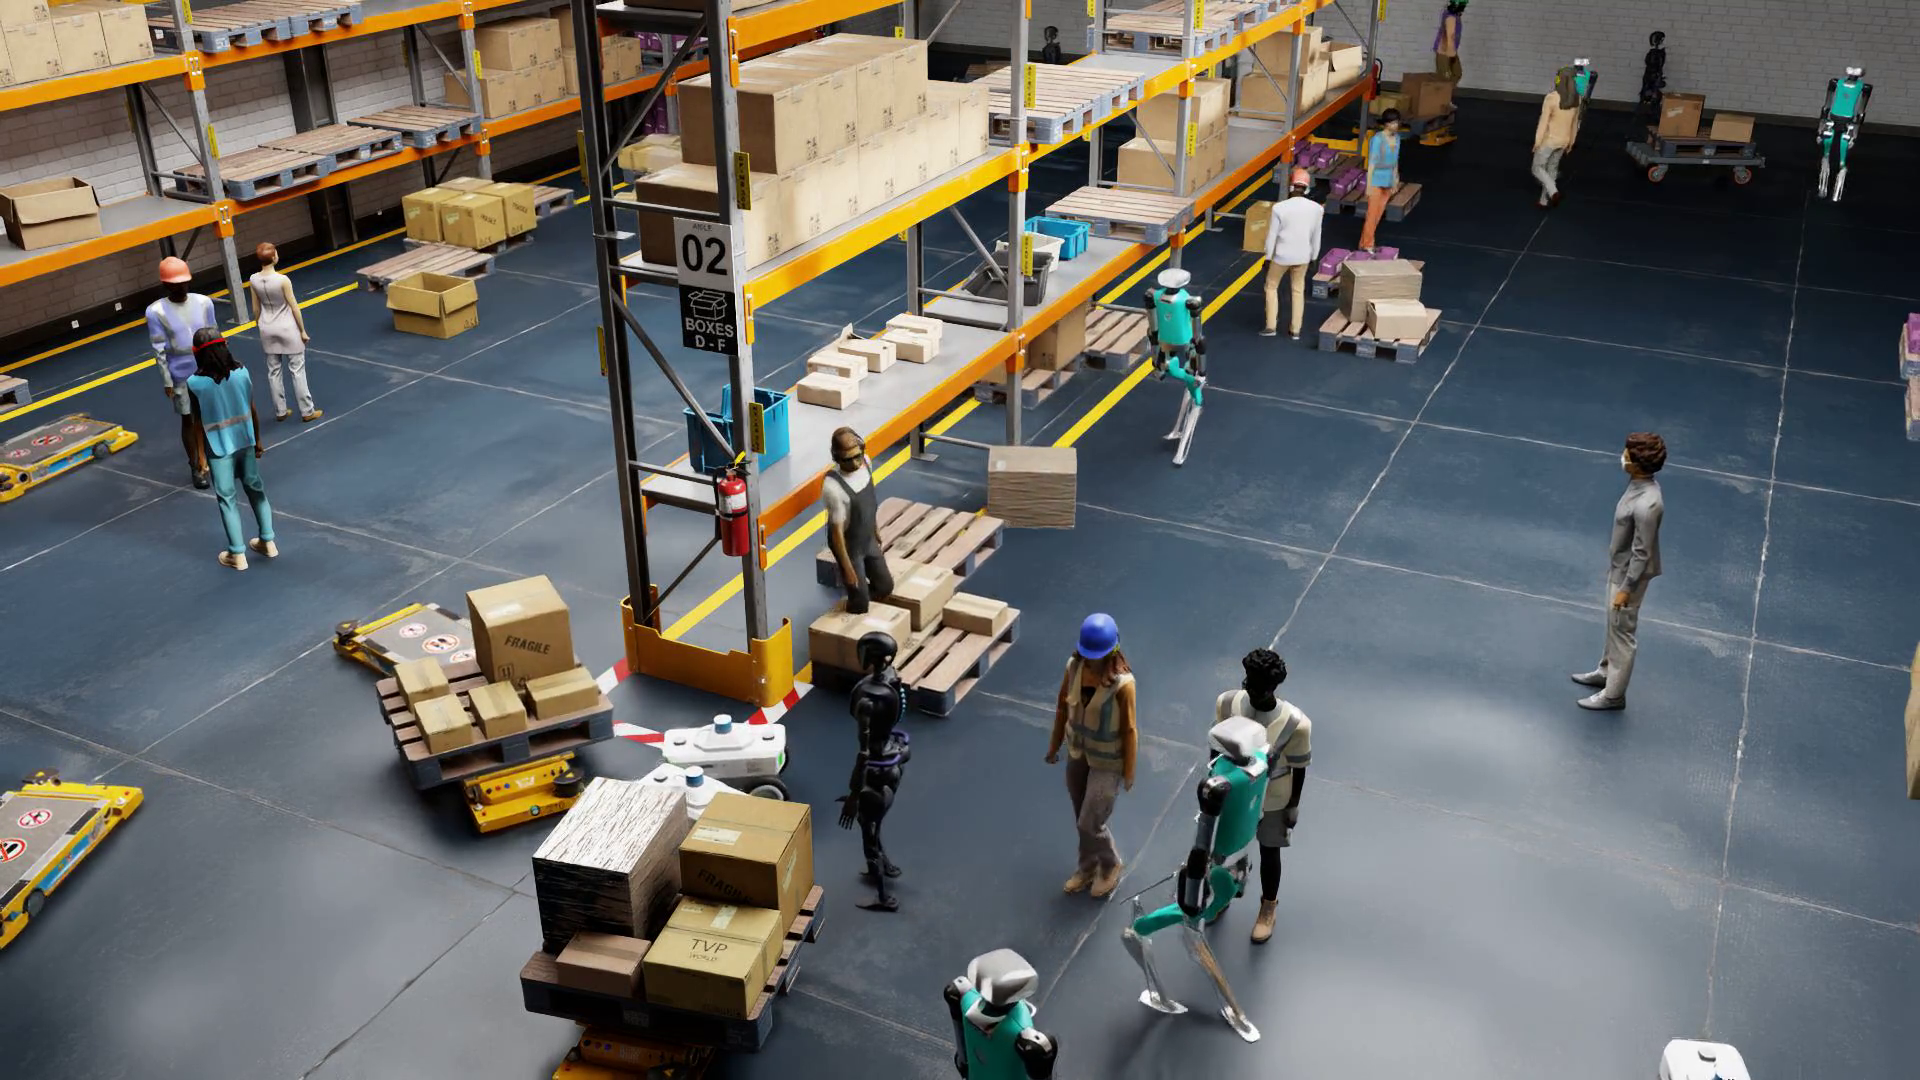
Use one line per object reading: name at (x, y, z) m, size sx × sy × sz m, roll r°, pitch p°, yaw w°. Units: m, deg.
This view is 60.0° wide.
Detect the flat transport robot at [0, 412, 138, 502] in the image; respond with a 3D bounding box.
flat transport robot at (-7.850, -0.721, 14.233) m, size 0.659 × 0.231 × 1.431 m, roll 10°, pitch 28°, yaw 19°

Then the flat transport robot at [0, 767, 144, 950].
flat transport robot at (-5.235, 1.761, 9.221) m, size 0.659 × 0.231 × 1.431 m, roll 3°, pitch 26°, yaw 6°

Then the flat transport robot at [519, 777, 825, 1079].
flat transport robot at (-1.409, 2.228, 8.277) m, size 0.659 × 0.231 × 1.431 m, roll 7°, pitch 27°, yaw 13°

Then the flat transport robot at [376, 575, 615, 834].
flat transport robot at (-2.802, 1.273, 10.207) m, size 0.659 × 0.231 × 1.431 m, roll -13°, pitch 29°, yaw -25°

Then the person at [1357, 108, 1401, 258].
person at (4.964, -4.213, 19.619) m, size 0.541 × 1.754 × 0.395 m, roll -16°, pitch 30°, yaw -29°

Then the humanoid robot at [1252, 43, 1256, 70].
humanoid robot at (4.683, -6.677, 24.735) m, size 0.726 × 1.896 × 0.543 m, roll -17°, pitch 31°, yaw -30°

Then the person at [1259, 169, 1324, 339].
person at (3.391, -2.923, 17.028) m, size 0.579 × 1.732 × 0.393 m, roll -4°, pitch 27°, yaw -8°

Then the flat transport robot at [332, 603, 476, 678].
flat transport robot at (-3.546, 0.772, 11.219) m, size 1.431 × 0.231 × 0.659 m, roll 20°, pitch 32°, yaw 34°

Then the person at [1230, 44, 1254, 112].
person at (4.339, -6.937, 24.984) m, size 0.655 × 1.873 × 0.787 m, roll 13°, pitch 29°, yaw 25°

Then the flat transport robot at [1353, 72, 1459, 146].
flat transport robot at (6.804, -6.255, 25.413) m, size 1.431 × 0.231 × 0.659 m, roll 21°, pitch 33°, yaw 36°

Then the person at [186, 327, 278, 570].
person at (-5.426, -0.678, 12.361) m, size 0.395 × 1.862 × 0.504 m, roll 18°, pitch 31°, yaw 32°

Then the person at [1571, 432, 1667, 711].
person at (4.233, 0.207, 10.525) m, size 0.397 × 1.899 × 0.530 m, roll 7°, pitch 27°, yaw 14°

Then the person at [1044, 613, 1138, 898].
person at (0.688, 1.151, 8.767) m, size 0.390 × 1.762 × 0.484 m, roll -23°, pitch 34°, yaw -38°

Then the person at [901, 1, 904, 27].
person at (-0.877, -9.487, 30.183) m, size 0.369 × 1.833 × 0.505 m, roll 4°, pitch 27°, yaw 9°

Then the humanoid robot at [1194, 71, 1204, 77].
humanoid robot at (3.227, -5.769, 22.884) m, size 0.776 × 1.620 × 0.606 m, roll -22°, pitch 34°, yaw -37°

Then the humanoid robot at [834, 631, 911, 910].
humanoid robot at (-0.447, 1.223, 8.715) m, size 0.335 × 1.656 × 0.590 m, roll 6°, pitch 27°, yaw 12°

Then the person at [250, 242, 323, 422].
person at (-6.105, -1.863, 14.969) m, size 0.458 × 1.660 × 0.275 m, roll 3°, pitch 26°, yaw 6°

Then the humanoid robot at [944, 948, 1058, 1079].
humanoid robot at (0.363, 2.316, 6.570) m, size 0.789 × 1.889 × 0.554 m, roll -21°, pitch 33°, yaw -36°

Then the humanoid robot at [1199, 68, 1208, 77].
humanoid robot at (3.538, -6.779, 24.812) m, size 0.642 × 1.790 × 0.530 m, roll 0°, pitch 26°, yaw 0°

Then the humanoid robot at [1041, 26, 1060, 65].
humanoid robot at (1.388, -6.945, 25.228) m, size 0.352 × 1.655 × 0.588 m, roll -5°, pitch 27°, yaw -9°

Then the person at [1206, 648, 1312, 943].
person at (1.506, 1.302, 8.538) m, size 0.539 × 1.695 × 0.317 m, roll 15°, pitch 30°, yaw 28°

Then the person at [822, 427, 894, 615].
person at (-0.689, 0.062, 10.909) m, size 0.454 × 1.820 × 0.578 m, roll 11°, pitch 29°, yaw 22°

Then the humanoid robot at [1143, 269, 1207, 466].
humanoid robot at (1.940, -1.530, 14.220) m, size 0.545 × 1.742 × 0.879 m, roll 17°, pitch 31°, yaw 31°

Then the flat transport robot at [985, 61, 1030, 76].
flat transport robot at (0.712, -6.579, 26.067) m, size 1.431 × 0.231 × 0.659 m, roll 0°, pitch 26°, yaw -1°

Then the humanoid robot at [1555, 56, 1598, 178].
humanoid robot at (8.319, -5.848, 22.931) m, size 0.565 × 1.716 × 0.969 m, roll 2°, pitch 26°, yaw 4°

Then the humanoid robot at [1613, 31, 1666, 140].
humanoid robot at (10.323, -6.772, 24.912) m, size 0.750 × 1.627 × 0.608 m, roll 0°, pitch 26°, yaw 1°

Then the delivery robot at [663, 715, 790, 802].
delivery robot at (-1.372, 1.299, 9.819) m, size 0.737 × 0.583 × 0.521 m, roll -3°, pitch 26°, yaw -5°

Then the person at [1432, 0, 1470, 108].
person at (7.938, -7.875, 26.836) m, size 0.590 × 1.910 × 0.530 m, roll 14°, pitch 30°, yaw 26°

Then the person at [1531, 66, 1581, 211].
person at (7.649, -5.111, 21.304) m, size 0.562 × 1.861 × 0.574 m, roll -9°, pitch 28°, yaw -18°

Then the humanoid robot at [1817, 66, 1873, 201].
humanoid robot at (11.652, -5.341, 21.987) m, size 0.552 × 1.858 × 0.654 m, roll 20°, pitch 33°, yaw 35°

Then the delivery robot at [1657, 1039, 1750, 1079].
delivery robot at (3.302, 2.581, 7.263) m, size 0.499 × 0.614 × 0.803 m, roll 4°, pitch 27°, yaw 7°

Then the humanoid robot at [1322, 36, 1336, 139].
humanoid robot at (5.338, -6.638, 24.650) m, size 0.736 × 1.623 × 0.598 m, roll 11°, pitch 28°, yaw 21°

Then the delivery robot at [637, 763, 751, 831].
delivery robot at (-1.476, 1.540, 9.333) m, size 0.758 × 0.583 × 0.499 m, roll 16°, pitch 30°, yaw 28°

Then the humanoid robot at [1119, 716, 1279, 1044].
humanoid robot at (1.099, 1.580, 7.943) m, size 0.865 × 1.777 × 0.534 m, roll 21°, pitch 33°, yaw 36°

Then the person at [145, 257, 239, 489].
person at (-6.308, -1.387, 13.697) m, size 0.348 × 1.942 × 0.544 m, roll 23°, pitch 34°, yaw 38°
